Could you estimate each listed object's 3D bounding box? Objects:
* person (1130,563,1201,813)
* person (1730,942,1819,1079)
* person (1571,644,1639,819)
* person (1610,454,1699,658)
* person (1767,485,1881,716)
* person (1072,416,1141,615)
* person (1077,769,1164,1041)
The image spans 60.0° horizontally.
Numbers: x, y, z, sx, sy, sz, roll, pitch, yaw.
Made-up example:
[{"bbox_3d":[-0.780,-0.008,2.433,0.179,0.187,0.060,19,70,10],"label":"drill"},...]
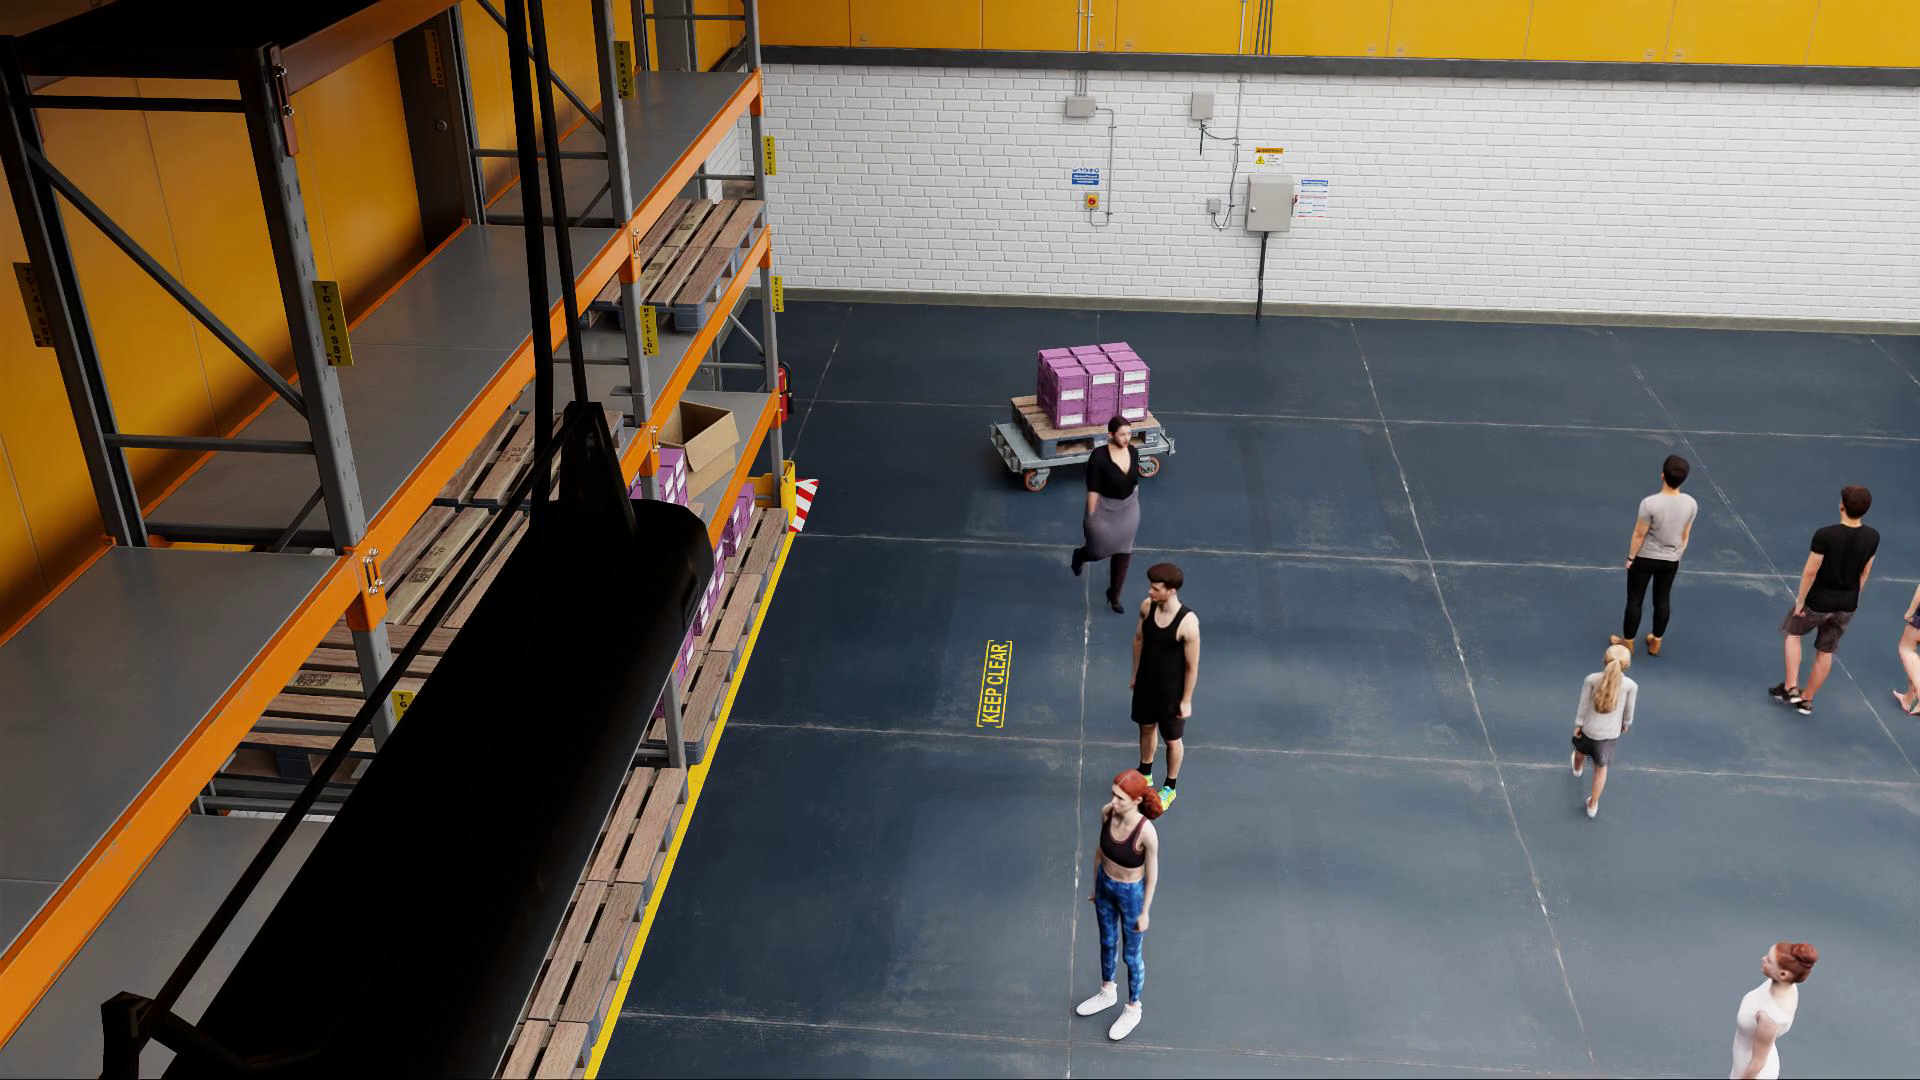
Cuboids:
[{"bbox_3d":[1.373,0.969,11.279,0.803,1.892,0.760,-25,37,-37],"label":"person"},{"bbox_3d":[3.943,2.672,8.260,0.689,1.793,0.556,16,33,27],"label":"person"},{"bbox_3d":[4.370,1.310,11.328,0.664,1.245,0.908,10,30,17],"label":"person"},{"bbox_3d":[5.443,0.122,13.007,0.623,1.723,0.542,0,29,-1],"label":"person"},{"bbox_3d":[6.407,0.491,12.197,0.663,1.851,0.578,2,29,4],"label":"person"},{"bbox_3d":[1.183,-0.235,13.640,0.922,1.744,1.030,-15,32,-25],"label":"person"},{"bbox_3d":[0.916,2.044,9.419,0.744,1.785,0.687,-24,37,-36],"label":"person"}]
